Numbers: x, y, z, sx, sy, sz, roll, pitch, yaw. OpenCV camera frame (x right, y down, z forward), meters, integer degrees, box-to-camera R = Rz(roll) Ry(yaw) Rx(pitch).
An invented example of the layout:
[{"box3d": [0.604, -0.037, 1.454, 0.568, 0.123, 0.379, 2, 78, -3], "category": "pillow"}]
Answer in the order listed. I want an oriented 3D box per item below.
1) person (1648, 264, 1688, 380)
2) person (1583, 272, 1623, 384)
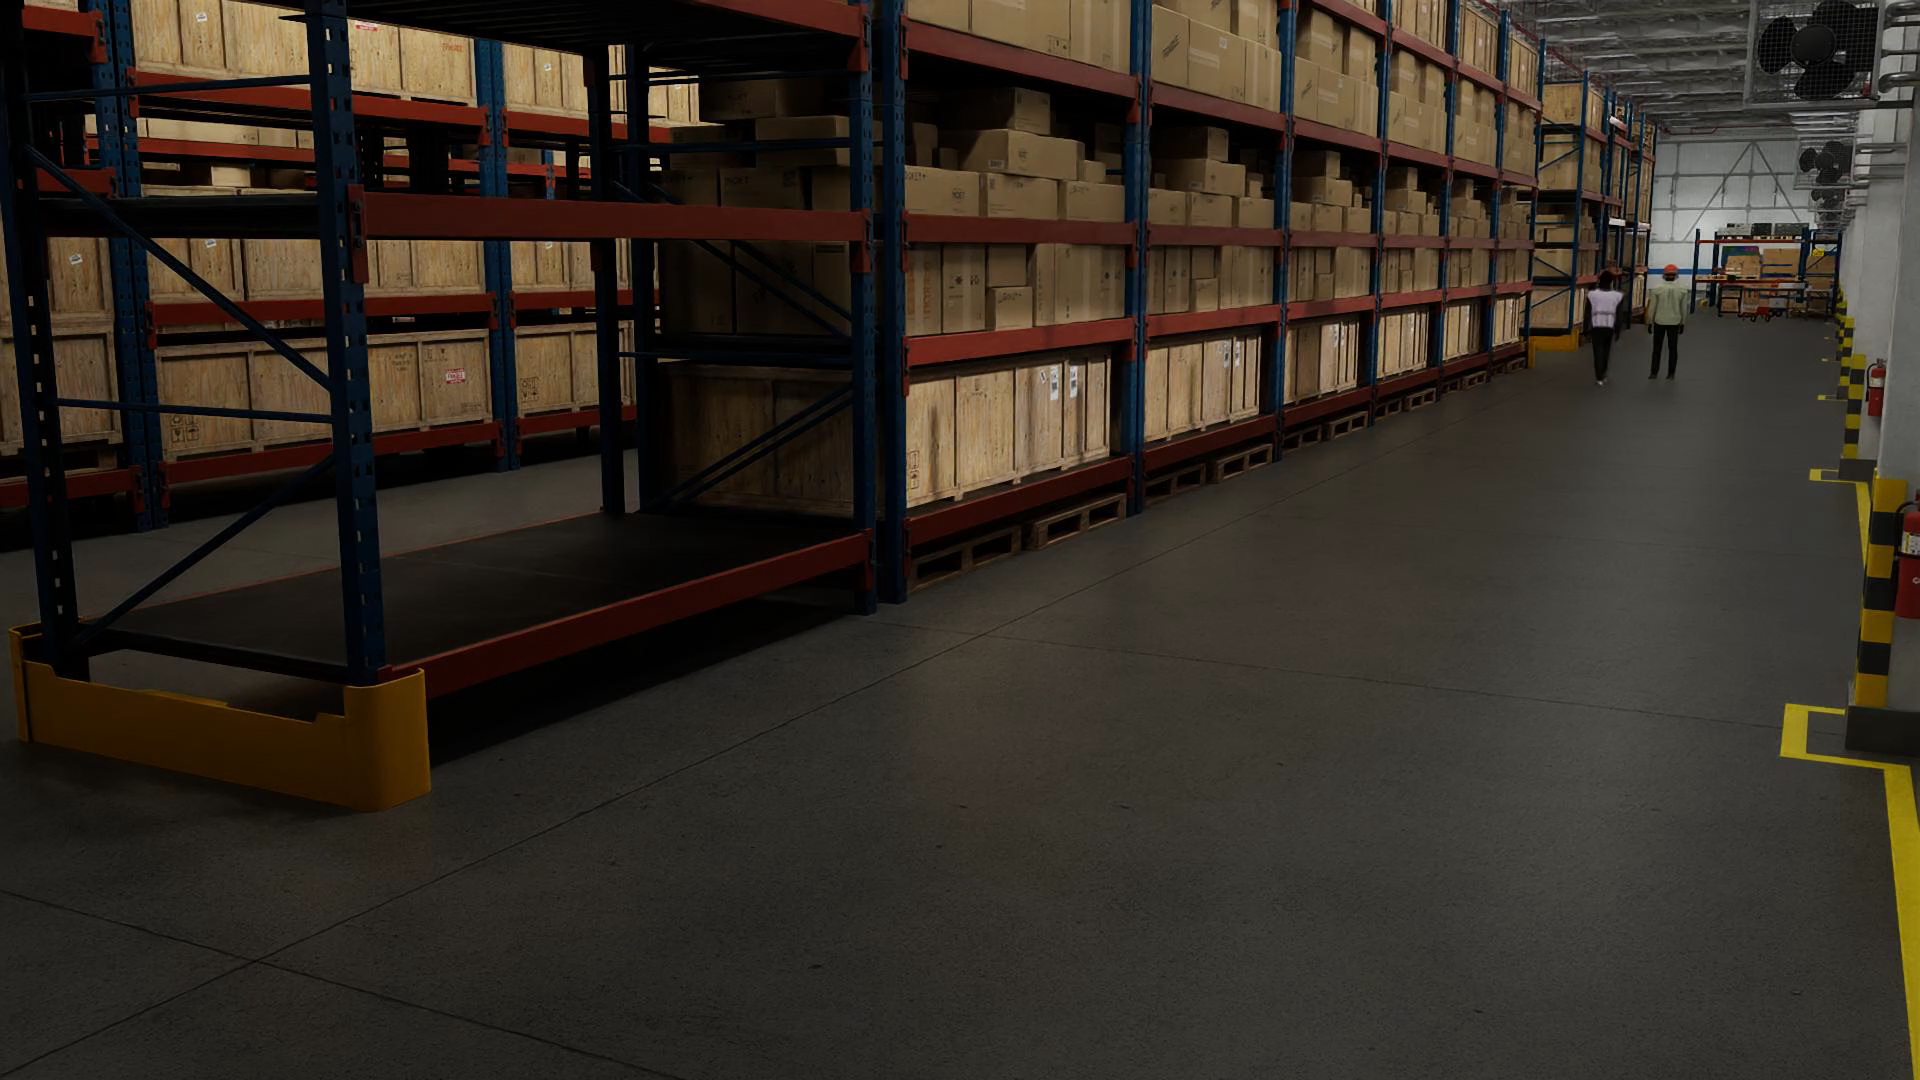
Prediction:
[{"box3d": [12.155, -3.738, 28.587, 0.623, 1.990, 0.400, 2, 10, 10], "category": "person"}, {"box3d": [10.762, -3.542, 27.855, 0.591, 1.865, 1.052, 2, 10, 10], "category": "person"}]
